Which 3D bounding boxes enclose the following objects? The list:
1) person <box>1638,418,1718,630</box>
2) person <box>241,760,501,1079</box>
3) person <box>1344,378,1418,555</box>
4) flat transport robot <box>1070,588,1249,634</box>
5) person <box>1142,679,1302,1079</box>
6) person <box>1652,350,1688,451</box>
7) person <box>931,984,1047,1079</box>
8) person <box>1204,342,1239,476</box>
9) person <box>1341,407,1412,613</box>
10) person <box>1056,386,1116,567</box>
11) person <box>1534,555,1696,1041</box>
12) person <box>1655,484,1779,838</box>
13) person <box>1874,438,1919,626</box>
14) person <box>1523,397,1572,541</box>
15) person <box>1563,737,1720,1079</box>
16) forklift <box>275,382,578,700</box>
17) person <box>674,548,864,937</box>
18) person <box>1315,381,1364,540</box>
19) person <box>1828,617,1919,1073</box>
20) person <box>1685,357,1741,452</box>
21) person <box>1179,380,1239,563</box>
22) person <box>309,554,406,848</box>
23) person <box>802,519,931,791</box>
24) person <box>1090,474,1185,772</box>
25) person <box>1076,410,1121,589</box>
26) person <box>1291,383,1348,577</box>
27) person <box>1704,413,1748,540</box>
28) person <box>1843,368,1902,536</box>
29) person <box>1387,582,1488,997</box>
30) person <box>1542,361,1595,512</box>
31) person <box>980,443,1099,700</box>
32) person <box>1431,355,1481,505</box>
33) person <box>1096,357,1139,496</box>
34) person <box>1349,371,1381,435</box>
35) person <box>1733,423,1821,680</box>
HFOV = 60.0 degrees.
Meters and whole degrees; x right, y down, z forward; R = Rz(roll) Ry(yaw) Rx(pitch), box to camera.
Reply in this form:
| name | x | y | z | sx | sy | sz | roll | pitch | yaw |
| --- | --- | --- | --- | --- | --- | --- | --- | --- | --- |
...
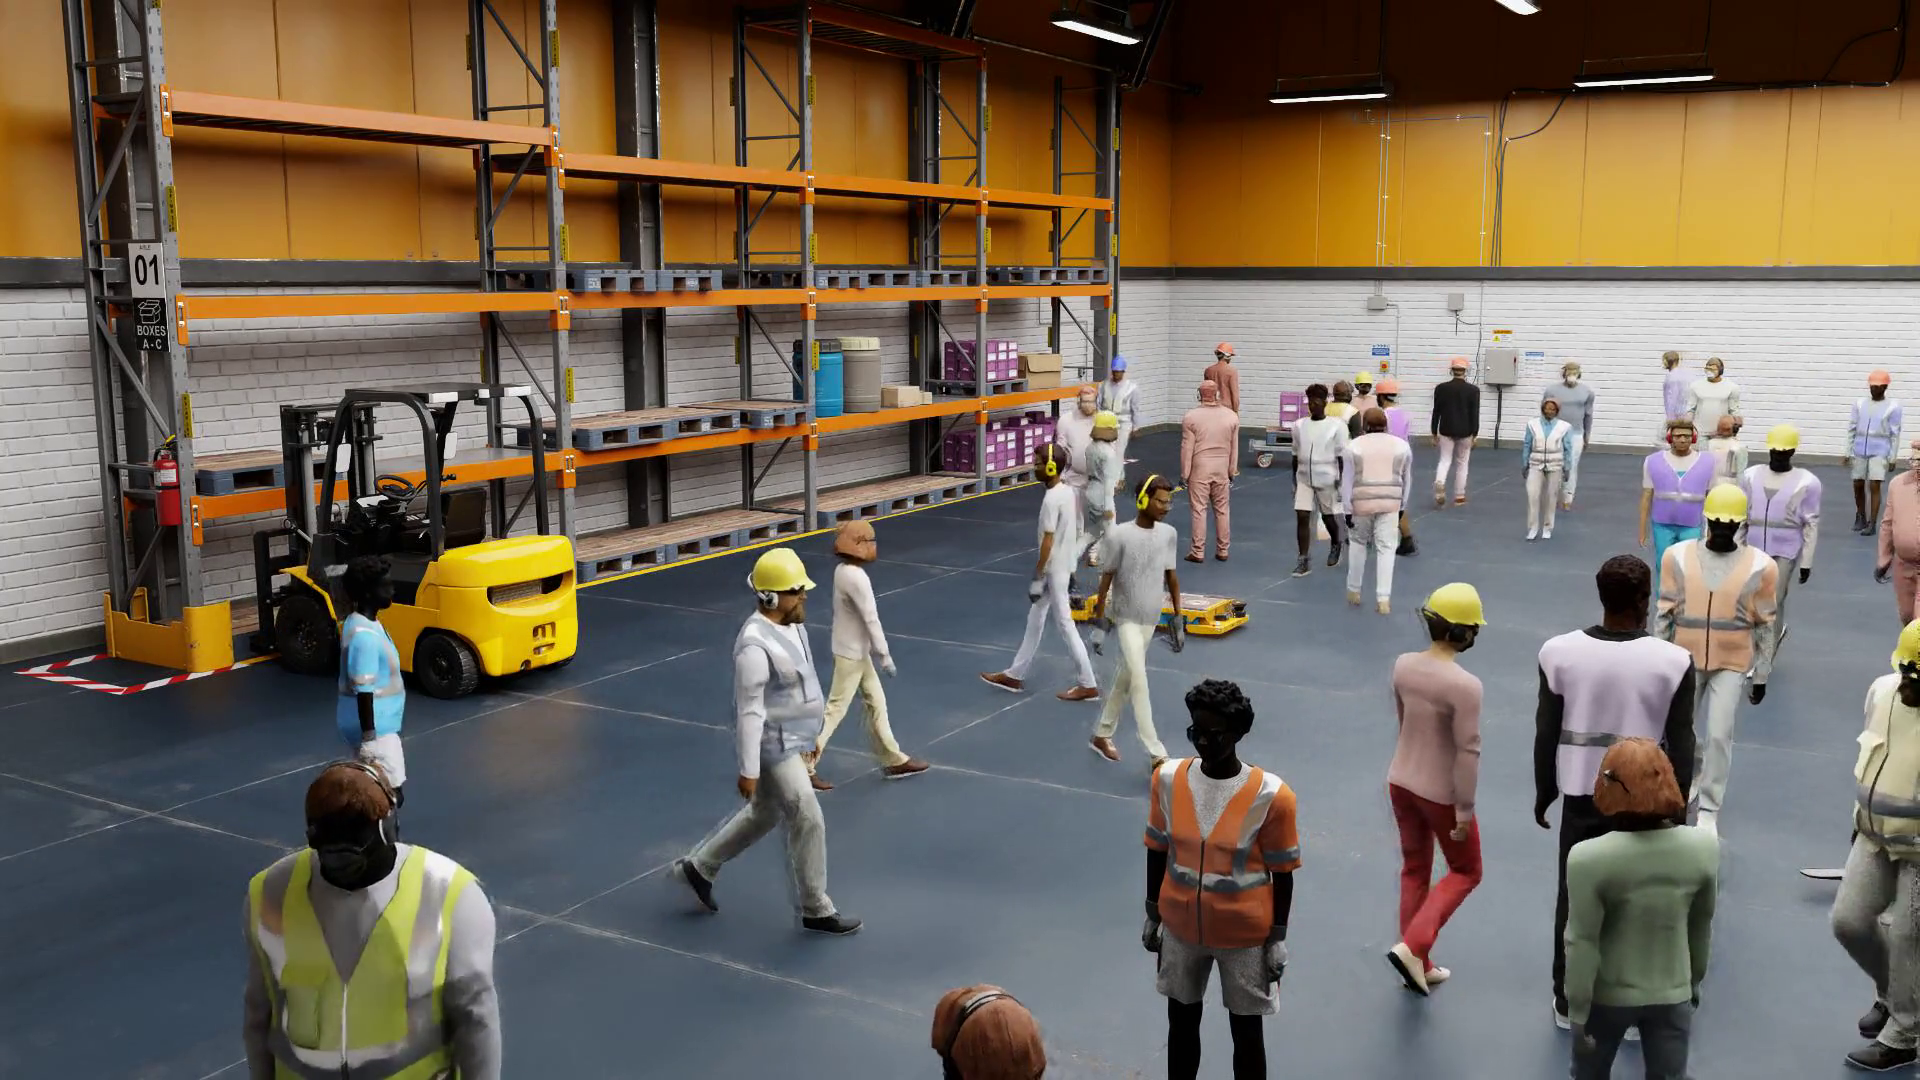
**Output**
| name | x | y | z | sx | sy | sz | roll | pitch | yaw |
| --- | --- | --- | --- | --- | --- | --- | --- | --- | --- |
| person | 5.930 | -0.101 | 13.769 | 0.593 | 1.828 | 0.455 | 4 | 10 | 22 |
| person | -1.468 | 1.457 | 4.077 | 0.652 | 1.811 | 0.851 | -1 | 9 | -6 |
| person | 4.591 | -0.793 | 17.915 | 0.563 | 1.896 | 0.983 | -8 | 12 | -42 |
| flat transport robot | 1.693 | 0.593 | 14.281 | 1.431 | 0.197 | 0.652 | 5 | 11 | 30 |
| person | 0.847 | 1.287 | 5.514 | 0.540 | 1.695 | 0.317 | 5 | 11 | 30 |
| person | 10.208 | -1.768 | 23.887 | 0.446 | 1.918 | 0.646 | 6 | 11 | 33 |
| person | 0.025 | 1.669 | 3.413 | 0.529 | 1.593 | 0.850 | -5 | 10 | -29 |
| person | 3.913 | -1.944 | 24.781 | 0.610 | 1.985 | 0.392 | 9 | 13 | 44 |
| person | 3.733 | -0.287 | 14.993 | 0.620 | 1.807 | 0.905 | 1 | 9 | 8 |
| person | 1.319 | -0.701 | 17.427 | 0.629 | 1.868 | 0.915 | 1 | 9 | 7 |
| person | 2.559 | 1.013 | 6.550 | 0.587 | 1.915 | 0.397 | 6 | 11 | 32 |
| person | 4.049 | 0.632 | 8.943 | 0.600 | 1.908 | 0.548 | 6 | 11 | 33 |
| person | 7.023 | 0.167 | 12.013 | 0.829 | 1.869 | 0.631 | -4 | 10 | -25 |
| person | 6.589 | -0.789 | 18.696 | 0.537 | 1.609 | 0.704 | 4 | 10 | 26 |
| person | 2.082 | 1.405 | 5.056 | 0.502 | 1.607 | 0.698 | -1 | 9 | -4 |
| forklift | -3.974 | -0.067 | 12.417 | 2.313 | 2.155 | 1.214 | 5 | 11 | 30 |
| person | -0.900 | 0.907 | 7.585 | 0.861 | 1.796 | 0.581 | 1 | 9 | 6 |
| person | 4.371 | -0.918 | 18.988 | 0.980 | 1.786 | 0.661 | -7 | 11 | -36 |
| person | 3.517 | 1.135 | 6.183 | 0.447 | 1.793 | 0.629 | -2 | 9 | -13 |
| person | 9.682 | -1.388 | 21.458 | 0.635 | 1.936 | 0.354 | 5 | 11 | 30 |
| person | 2.575 | -0.711 | 17.345 | 0.643 | 1.905 | 0.399 | -3 | 9 | -16 |
| person | -2.873 | 0.902 | 7.970 | 0.520 | 1.686 | 0.537 | -4 | 10 | -21 |
| person | -0.602 | 0.668 | 9.710 | 0.858 | 1.590 | 0.498 | -2 | 9 | -13 |
| person | 1.110 | 0.510 | 10.016 | 0.544 | 1.808 | 1.003 | -5 | 11 | -31 |
| person | 1.255 | -0.365 | 15.720 | 0.585 | 1.726 | 0.499 | -4 | 10 | -25 |
| person | 3.616 | -0.621 | 16.695 | 0.617 | 1.935 | 0.900 | 6 | 11 | 32 |
| person | 7.592 | -0.441 | 16.491 | 0.396 | 1.620 | 0.543 | -4 | 10 | -24 |
| person | 10.542 | -1.018 | 19.225 | 0.481 | 1.947 | 0.548 | -7 | 12 | -38 |
| person | 1.952 | 1.042 | 6.900 | 0.447 | 1.747 | 0.520 | -5 | 10 | -29 |
| person | 7.784 | -1.352 | 21.346 | 0.636 | 1.915 | 0.904 | 3 | 9 | 16 |
| person | 0.583 | 0.226 | 11.747 | 0.894 | 1.825 | 0.555 | 2 | 9 | 11 |
| person | 6.363 | -1.393 | 21.414 | 0.623 | 1.965 | 0.796 | 5 | 10 | 29 |
| person | 2.157 | -1.574 | 22.806 | 0.599 | 1.895 | 1.038 | 5 | 10 | 26 |
| person | 5.111 | -1.263 | 21.201 | 0.532 | 1.772 | 0.300 | -1 | 9 | -8 |
| person | 6.090 | 0.070 | 12.421 | 0.636 | 1.910 | 0.609 | -7 | 12 | -39 |
